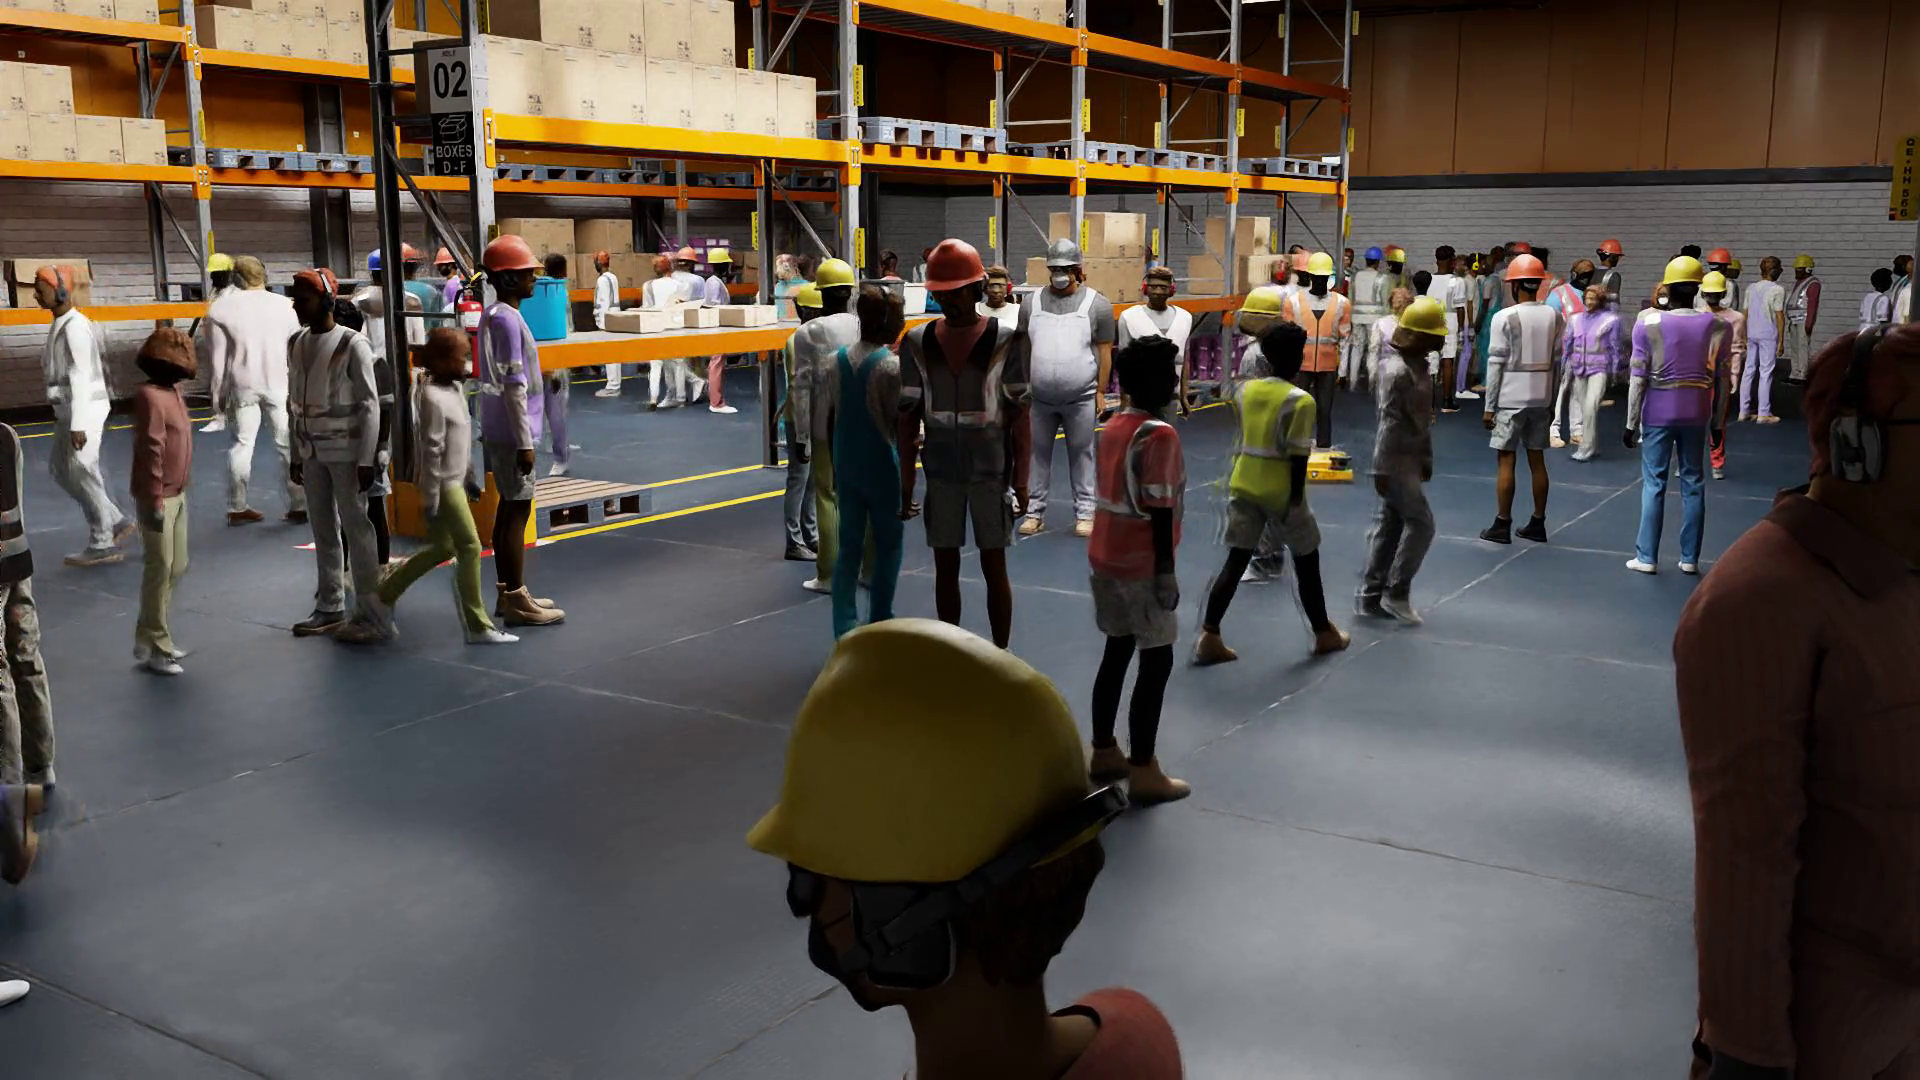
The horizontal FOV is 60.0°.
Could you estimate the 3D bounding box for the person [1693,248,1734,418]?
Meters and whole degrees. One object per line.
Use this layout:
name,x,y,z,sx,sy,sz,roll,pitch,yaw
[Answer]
person,8.596,-2.353,18.994,0.381,1.930,0.547,-4,11,-23

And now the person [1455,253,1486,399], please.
person,6.537,-2.736,21.302,0.333,1.860,0.510,2,10,12

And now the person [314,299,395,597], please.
person,-3.449,-0.508,9.398,0.535,1.697,0.318,2,10,8

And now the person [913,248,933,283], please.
person,-0.561,-4.299,29.885,0.582,1.883,0.340,0,10,2

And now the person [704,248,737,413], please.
person,-2.821,-2.450,19.512,0.360,1.930,0.588,-2,10,-11

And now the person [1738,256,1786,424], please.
person,8.907,-2.213,18.435,0.328,1.844,0.514,-5,11,-25

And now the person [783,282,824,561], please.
person,-0.939,-0.745,10.552,0.339,1.761,0.524,3,11,16

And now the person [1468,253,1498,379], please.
person,7.559,-3.196,23.909,0.597,1.847,0.839,-3,11,-18

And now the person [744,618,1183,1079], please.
person,0.000,0.927,1.285,0.340,1.760,0.526,6,12,31

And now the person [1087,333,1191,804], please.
person,0.646,0.093,6.091,0.321,1.690,0.543,-3,11,-19

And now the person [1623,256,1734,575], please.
person,4.321,-0.743,10.063,0.594,1.924,0.374,1,10,4

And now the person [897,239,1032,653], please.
person,0.010,-0.295,7.322,0.612,2.028,0.409,3,11,16

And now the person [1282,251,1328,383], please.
person,3.584,-2.065,17.441,0.540,1.914,0.470,-1,10,-8

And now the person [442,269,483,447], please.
person,-4.775,-1.775,16.310,0.381,1.739,0.579,8,13,39

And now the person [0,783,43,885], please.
person,-3.056,0.207,4.740,0.669,1.959,0.785,6,12,29

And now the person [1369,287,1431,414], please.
person,3.884,-1.408,14.673,0.527,1.659,0.448,6,12,28

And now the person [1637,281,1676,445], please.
person,6.959,-1.755,16.518,0.505,1.623,0.292,4,11,20

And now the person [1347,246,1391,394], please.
person,5.412,-2.906,22.001,0.616,1.945,0.406,10,14,43

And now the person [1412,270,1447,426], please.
person,5.017,-2.085,18.135,0.534,1.699,0.318,2,10,12

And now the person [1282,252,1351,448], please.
person,3.047,-1.495,14.272,0.582,1.919,0.395,1,10,4

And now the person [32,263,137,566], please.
person,-5.481,-0.769,10.332,0.408,1.876,0.630,-7,13,-35

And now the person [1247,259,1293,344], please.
person,3.303,-2.034,17.521,0.519,1.817,0.555,-5,11,-26

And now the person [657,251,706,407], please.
person,-3.428,-2.526,20.059,0.534,1.891,0.641,-3,11,-16

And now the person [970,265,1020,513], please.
person,0.269,-1.111,12.353,0.561,1.837,0.388,1,10,4

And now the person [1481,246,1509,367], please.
person,8.575,-3.716,26.535,0.625,1.933,0.374,-8,13,-37

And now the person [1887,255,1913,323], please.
person,12.616,-2.901,22.304,0.429,1.830,0.639,3,11,16

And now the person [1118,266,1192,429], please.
person,1.374,-1.016,11.811,0.564,1.841,0.391,-4,11,-21

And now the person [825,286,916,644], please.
person,-0.450,-0.291,7.893,0.593,1.808,0.660,6,12,31

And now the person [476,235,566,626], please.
person,-2.331,-0.569,8.767,0.369,2.048,0.607,-4,11,-22

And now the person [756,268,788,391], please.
person,-2.285,-2.590,20.876,0.581,1.720,0.658,1,10,5

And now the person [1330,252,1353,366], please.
person,6.082,-3.714,26.759,0.570,1.840,0.373,-6,12,-30

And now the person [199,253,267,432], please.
person,-7.724,-2.114,17.772,0.598,1.892,0.918,7,12,32

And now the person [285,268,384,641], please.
person,-3.186,-0.428,8.438,0.581,1.882,0.339,6,12,28

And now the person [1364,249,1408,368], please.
person,6.356,-3.396,24.853,0.604,1.895,0.735,-7,12,-33
